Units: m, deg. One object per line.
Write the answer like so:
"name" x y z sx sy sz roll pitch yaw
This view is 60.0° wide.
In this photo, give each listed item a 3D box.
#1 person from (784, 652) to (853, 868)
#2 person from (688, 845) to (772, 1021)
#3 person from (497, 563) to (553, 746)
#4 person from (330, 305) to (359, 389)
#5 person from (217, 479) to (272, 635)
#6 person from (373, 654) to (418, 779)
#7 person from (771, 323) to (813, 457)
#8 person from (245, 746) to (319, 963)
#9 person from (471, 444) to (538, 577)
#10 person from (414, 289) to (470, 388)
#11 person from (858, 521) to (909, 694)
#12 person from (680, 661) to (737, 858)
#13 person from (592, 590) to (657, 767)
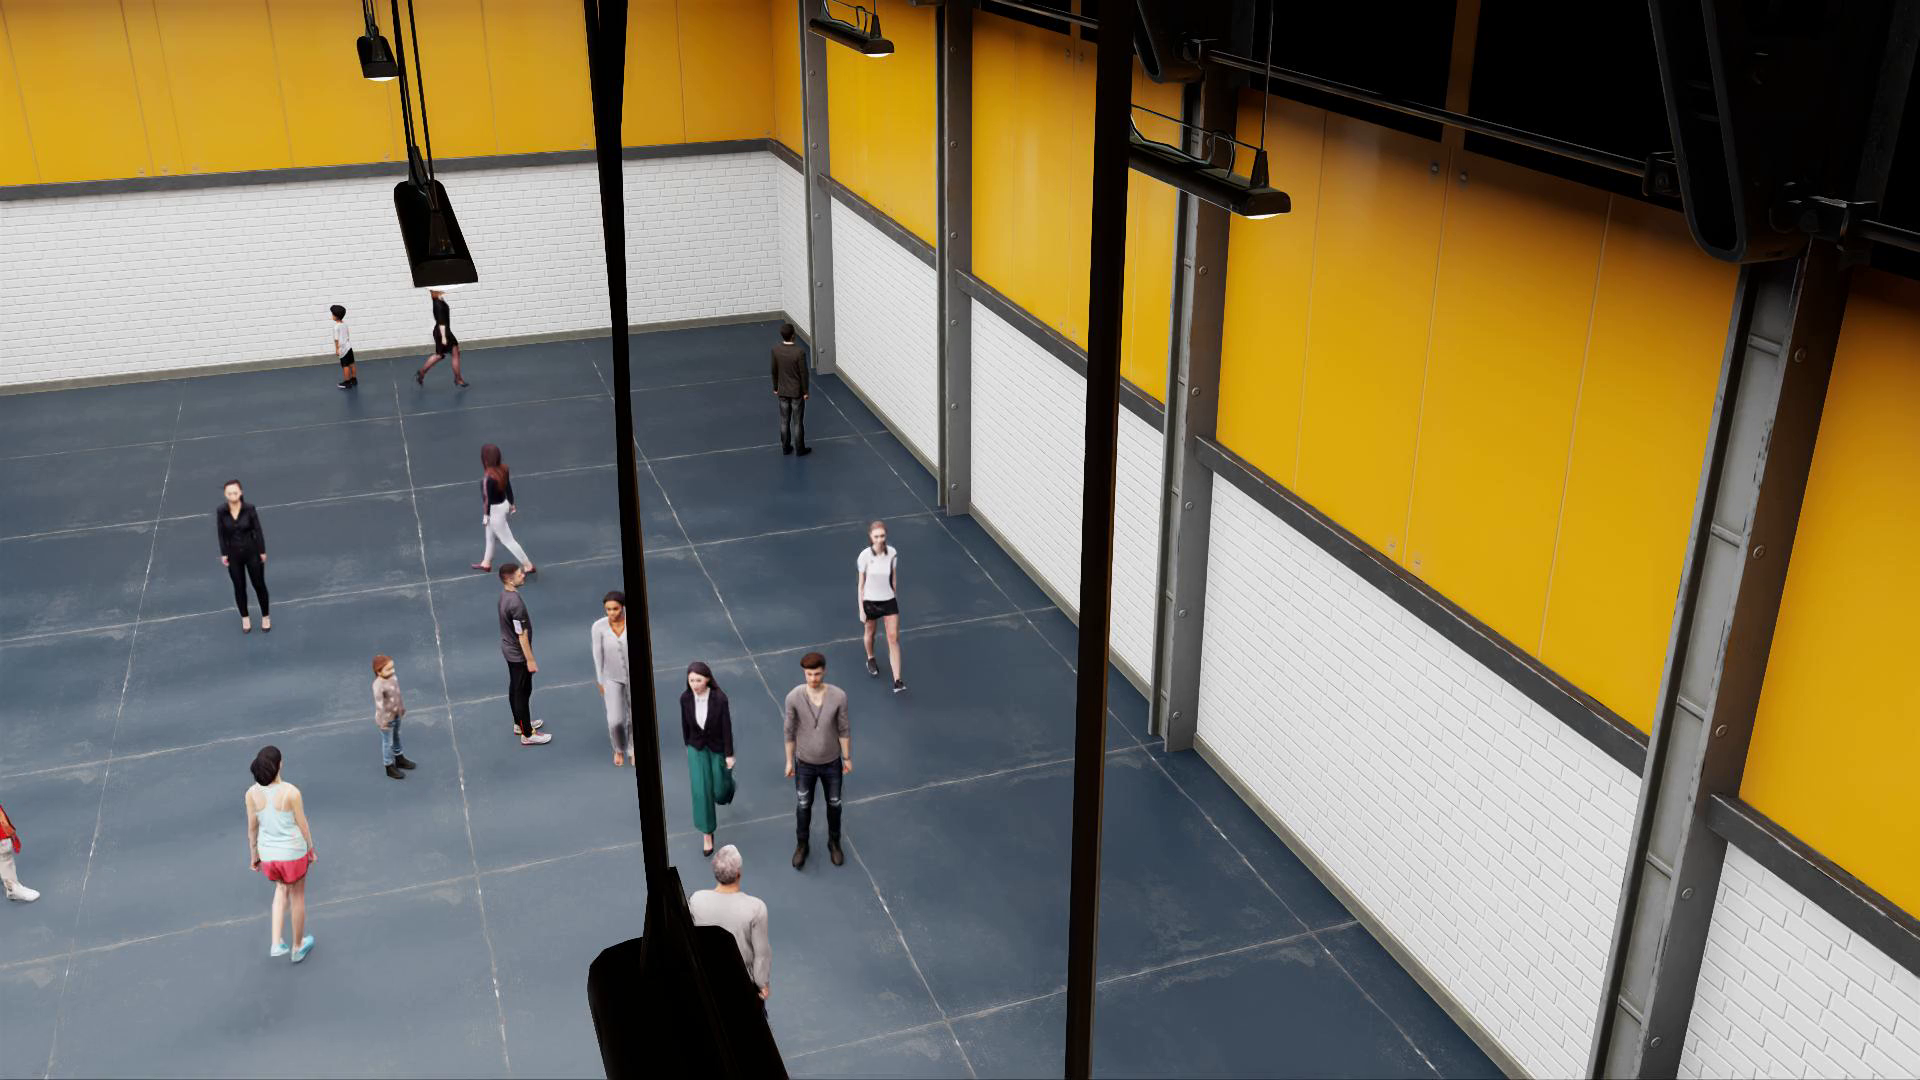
"person" -1.147 1.756 13.439 0.751 1.903 0.662 -2 24 -4
"person" -1.521 2.912 10.835 1.135 1.870 1.340 4 24 10
"person" -4.058 1.029 15.275 0.709 1.764 0.506 -10 26 -22
"person" -9.228 -2.910 24.919 0.625 1.257 0.551 6 24 13
"person" -7.454 0.167 17.309 0.604 1.714 0.516 -5 24 -12
"person" -5.083 1.544 14.808 0.608 1.195 0.532 6 24 14
"person" -2.259 -2.010 22.176 0.743 1.804 0.781 9 25 19
"person" -4.993 2.379 12.205 0.729 1.749 0.817 2 24 4
"person" -5.096 -0.288 18.527 1.033 1.573 1.086 6 24 12
"person" -7.745 -3.016 24.637 0.723 1.678 0.965 -11 26 -24
"person" -0.825 0.615 16.304 0.631 1.698 1.157 -7 25 -16
"person" -2.046 1.734 13.728 0.824 1.711 1.065 1 24 1
"person" -3.027 1.199 14.938 0.650 1.722 0.614 -8 25 -17
